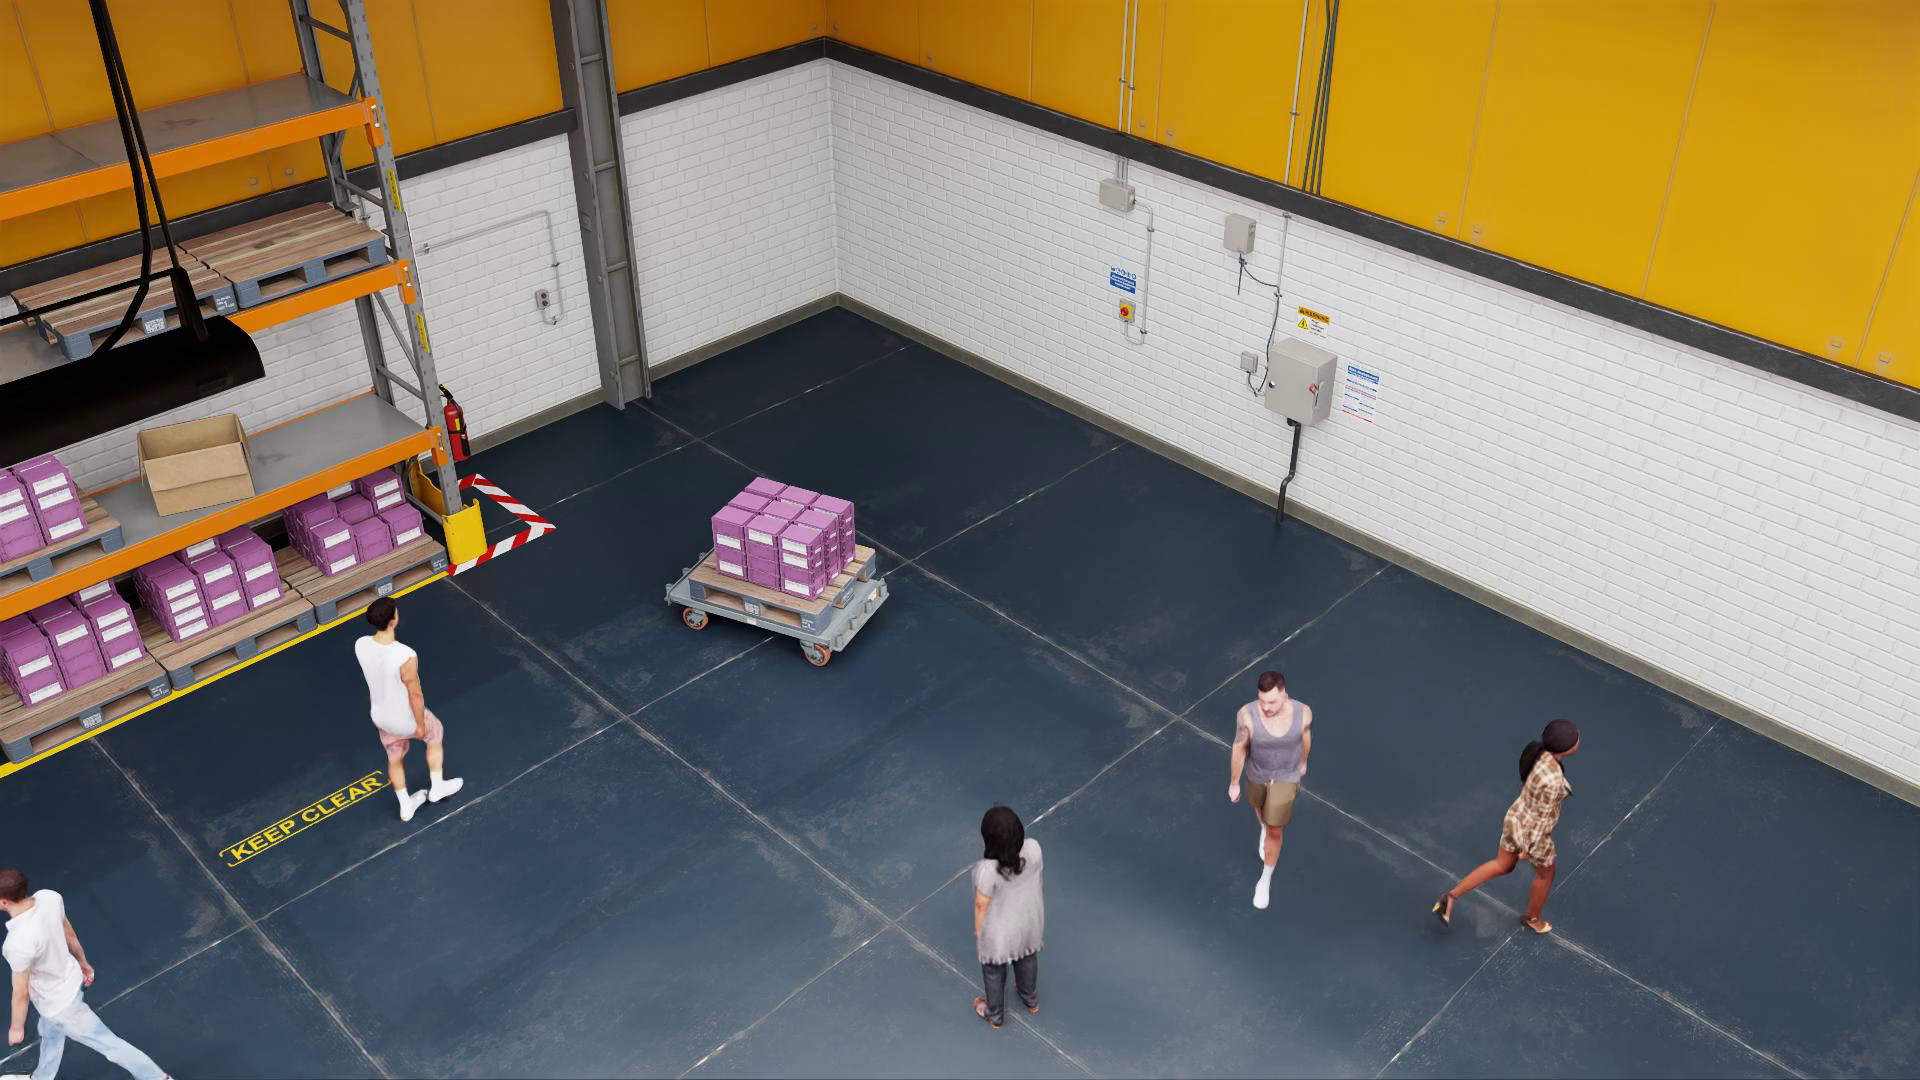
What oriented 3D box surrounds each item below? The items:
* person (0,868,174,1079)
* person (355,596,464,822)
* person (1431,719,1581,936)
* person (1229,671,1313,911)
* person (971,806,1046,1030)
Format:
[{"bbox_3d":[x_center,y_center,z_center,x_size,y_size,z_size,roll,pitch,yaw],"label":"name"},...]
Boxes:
[{"bbox_3d":[-4.957,2.559,9.351,1.294,1.796,1.122,-6,34,-9],"label":"person"},{"bbox_3d":[-3.902,1.217,11.394,0.783,1.770,0.842,10,35,14],"label":"person"},{"bbox_3d":[3.473,1.851,10.453,1.096,1.756,1.005,-1,34,-2],"label":"person"},{"bbox_3d":[2.050,1.458,10.779,0.953,1.783,1.121,3,34,5],"label":"person"},{"bbox_3d":[0.303,2.256,9.983,0.671,1.603,0.764,-19,38,-26],"label":"person"}]
